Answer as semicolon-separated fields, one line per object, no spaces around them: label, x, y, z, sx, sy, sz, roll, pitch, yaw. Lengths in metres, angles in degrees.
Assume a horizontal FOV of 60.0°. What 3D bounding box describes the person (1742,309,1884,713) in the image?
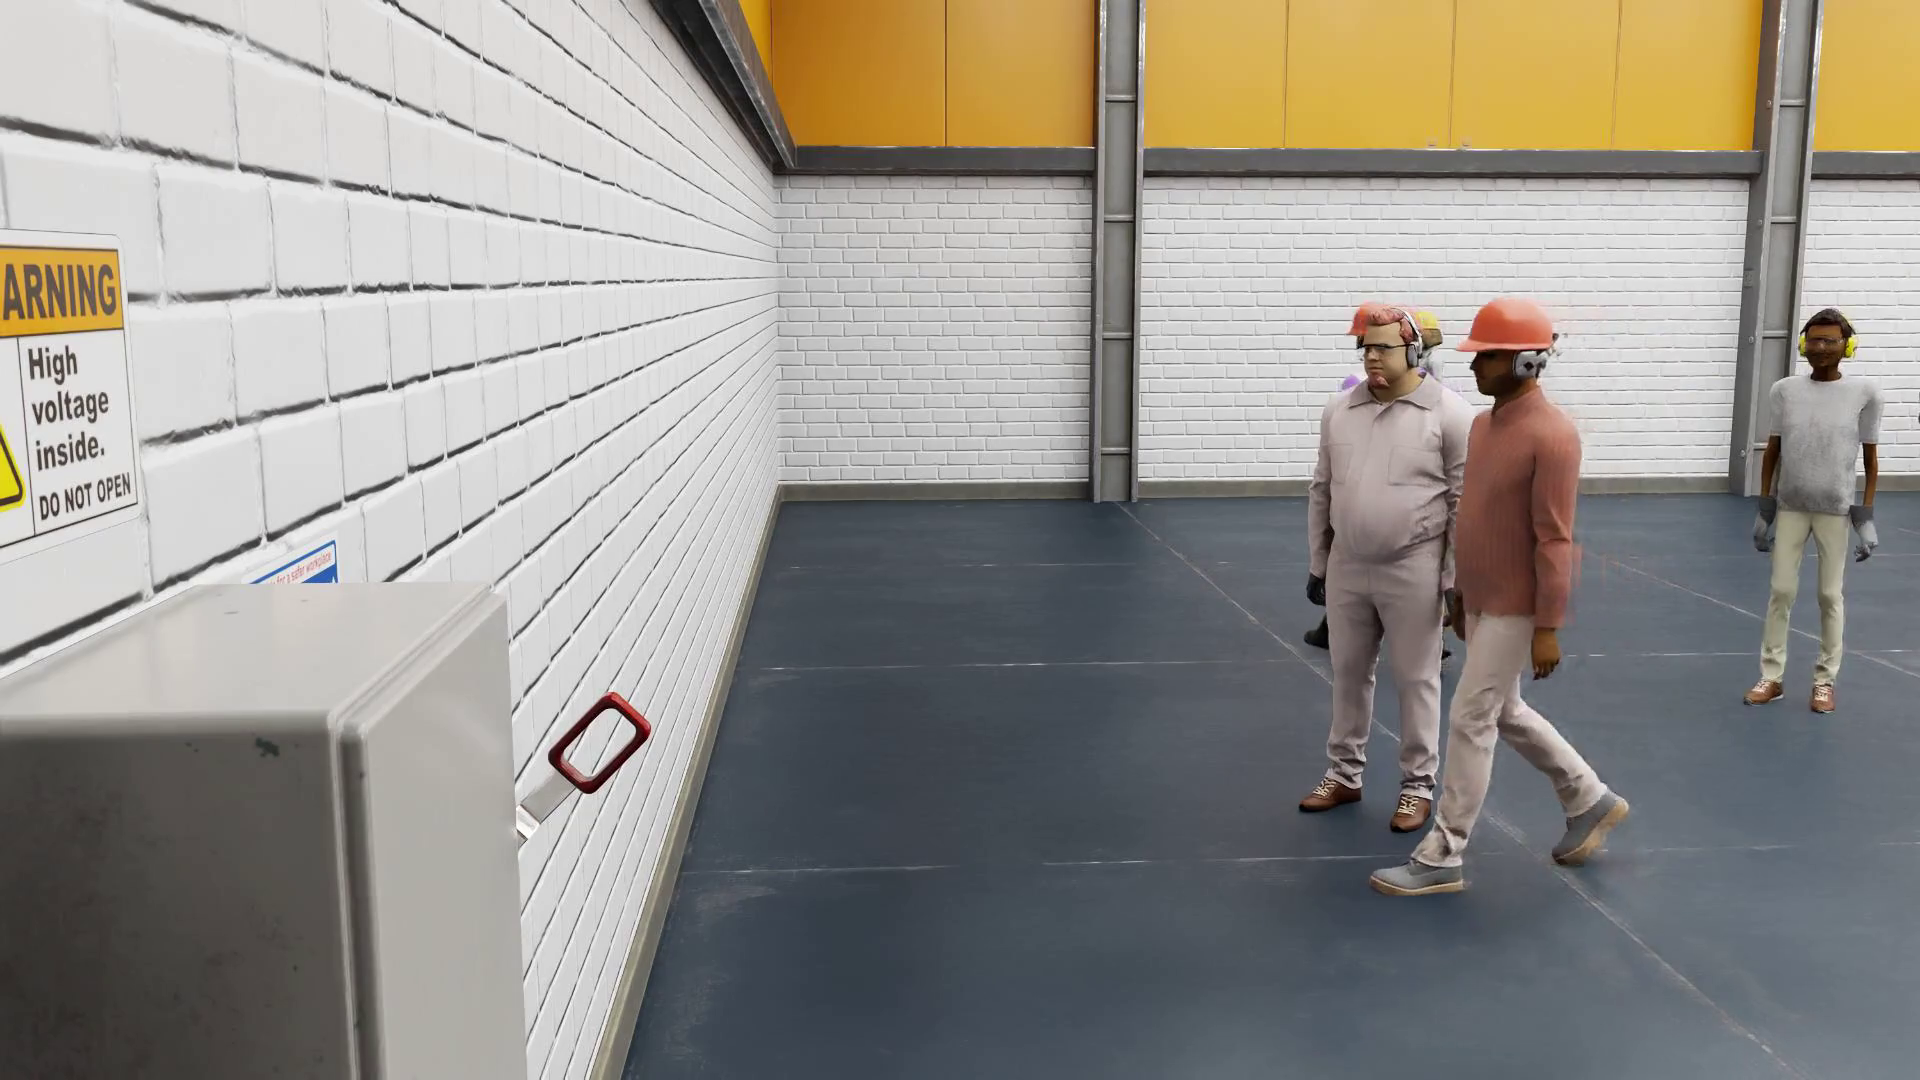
person;3.957;-0.121;7.693;0.563;1.865;0.433;7;12;38

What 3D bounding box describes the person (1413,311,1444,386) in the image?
person;3.672;-0.947;13.233;0.317;1.743;0.488;-1;9;-3

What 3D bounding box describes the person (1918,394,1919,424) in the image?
person;8.726;-1.120;14.638;0.513;1.642;0.313;4;10;26

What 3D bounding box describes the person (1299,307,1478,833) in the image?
person;1.553;0.109;6.099;0.652;1.906;0.402;8;12;40

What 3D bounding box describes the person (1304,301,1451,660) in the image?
person;2.202;-0.291;8.655;0.553;1.900;0.988;-5;10;-27

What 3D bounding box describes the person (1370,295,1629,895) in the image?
person;1.833;0.182;5.464;0.918;1.965;0.637;-1;9;-6
